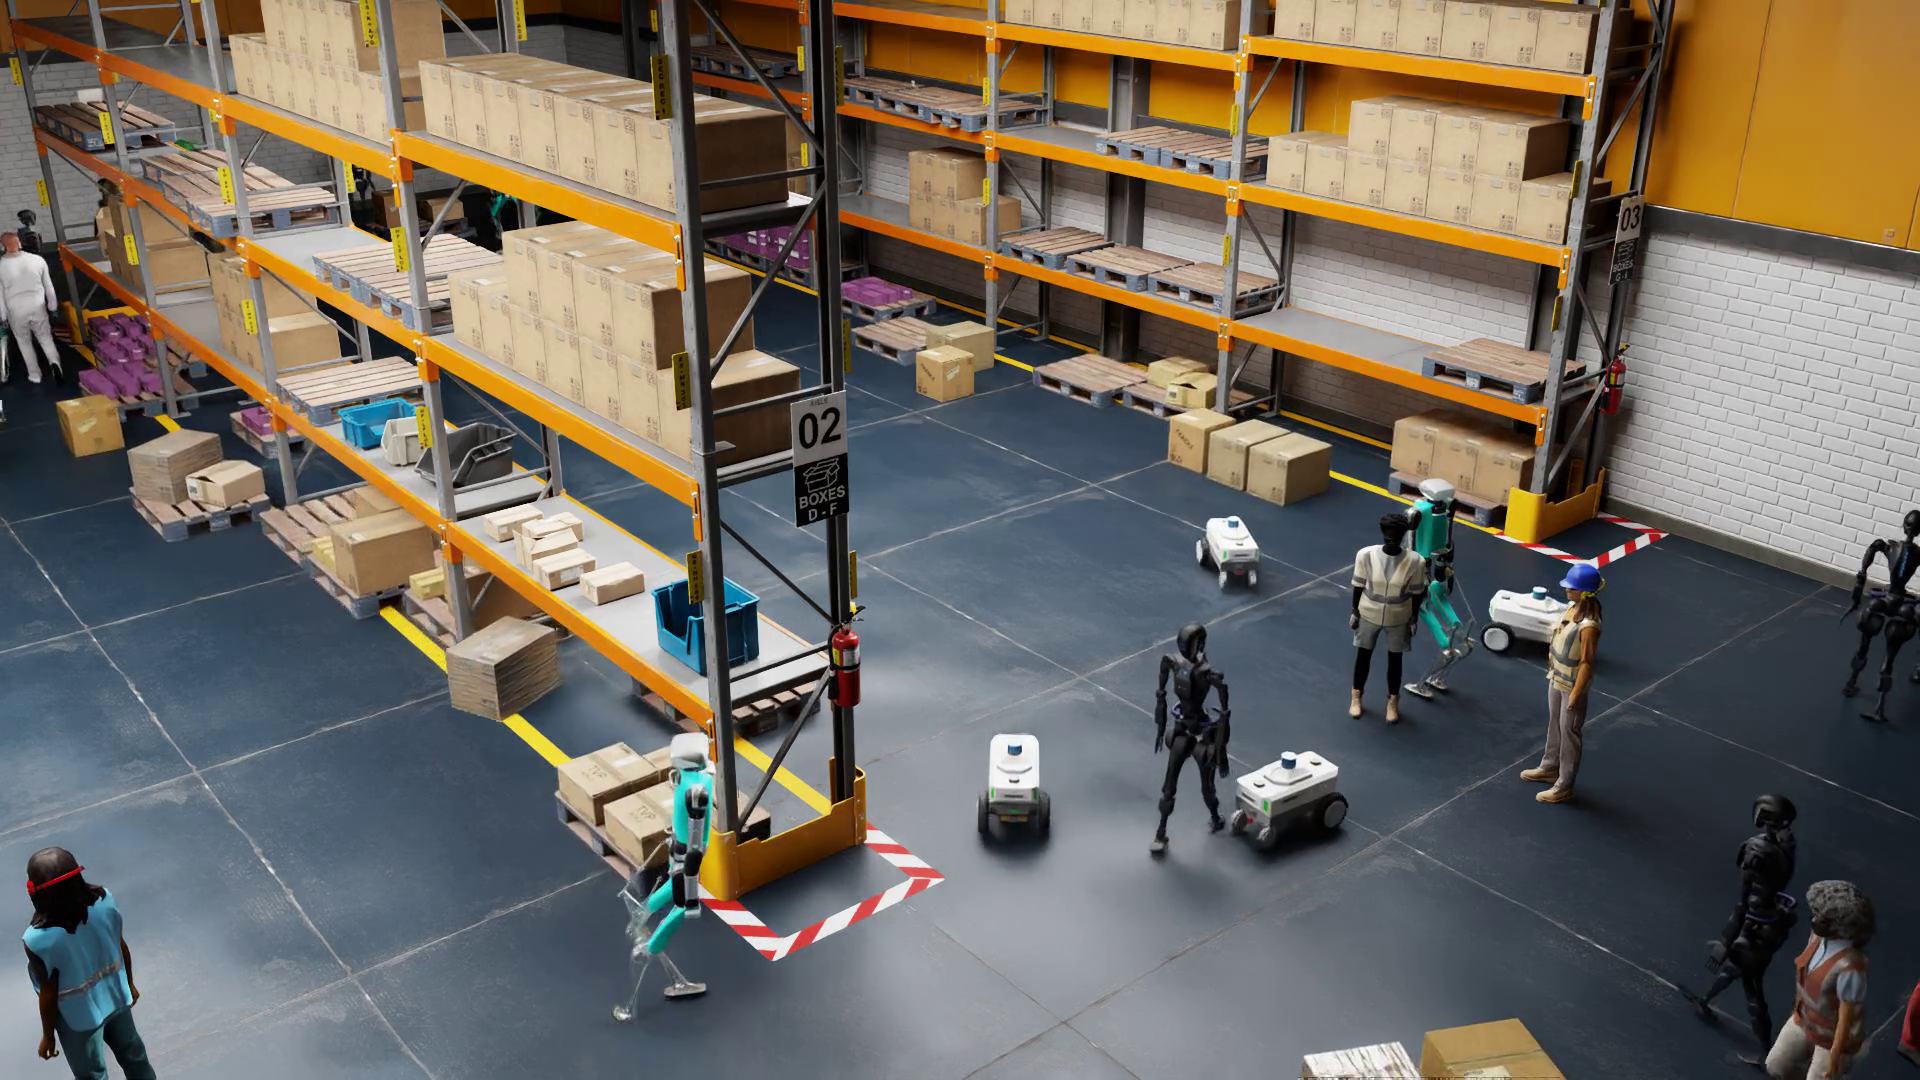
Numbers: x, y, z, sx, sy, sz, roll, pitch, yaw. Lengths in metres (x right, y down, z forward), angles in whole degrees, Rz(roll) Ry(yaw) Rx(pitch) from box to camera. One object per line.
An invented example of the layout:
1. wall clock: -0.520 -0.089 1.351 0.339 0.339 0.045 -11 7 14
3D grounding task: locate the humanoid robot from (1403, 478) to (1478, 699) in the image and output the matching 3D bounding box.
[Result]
1. humanoid robot: 3.720 0.411 12.754 0.530 1.730 0.689 -16 28 -32

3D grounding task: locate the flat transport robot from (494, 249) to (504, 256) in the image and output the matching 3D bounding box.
1. flat transport robot: -6.126 -3.016 22.628 1.431 0.231 0.659 4 24 10

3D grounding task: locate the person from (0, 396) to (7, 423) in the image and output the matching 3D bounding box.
1. person: -9.925 -1.262 16.723 0.736 1.723 0.602 17 29 34

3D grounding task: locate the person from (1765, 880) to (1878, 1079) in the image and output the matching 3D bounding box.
1. person: 4.266 2.421 8.256 0.397 1.668 0.480 2 23 4

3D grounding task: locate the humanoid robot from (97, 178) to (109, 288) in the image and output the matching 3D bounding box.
1. humanoid robot: -12.257 -4.470 24.291 0.793 1.623 0.616 2 23 5

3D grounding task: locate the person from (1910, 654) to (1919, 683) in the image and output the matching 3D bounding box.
1. person: 7.810 0.261 12.959 0.546 1.924 0.382 14 27 29

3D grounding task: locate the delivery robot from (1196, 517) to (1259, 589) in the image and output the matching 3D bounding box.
1. delivery robot: 2.464 0.078 15.122 0.499 0.611 0.804 -2 23 -4

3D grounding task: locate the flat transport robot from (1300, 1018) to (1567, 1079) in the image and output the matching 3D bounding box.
1. flat transport robot: 2.333 3.353 7.879 0.659 0.231 1.431 -5 24 -11

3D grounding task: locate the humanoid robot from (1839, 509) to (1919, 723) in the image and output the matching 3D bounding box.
1. humanoid robot: 7.040 0.556 12.630 0.598 1.615 0.678 12 26 25

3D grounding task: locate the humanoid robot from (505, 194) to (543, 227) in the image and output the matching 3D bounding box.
1. humanoid robot: -7.081 -5.664 26.960 0.727 1.824 0.548 10 25 21

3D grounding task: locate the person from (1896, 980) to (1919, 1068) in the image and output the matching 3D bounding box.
1. person: 5.444 2.063 8.978 0.324 1.766 0.532 20 30 39

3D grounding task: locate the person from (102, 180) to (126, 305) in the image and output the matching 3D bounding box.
1. person: -11.728 -4.282 23.604 0.952 1.832 0.562 -16 28 -32

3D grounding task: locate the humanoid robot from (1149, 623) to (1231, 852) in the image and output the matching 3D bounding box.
1. humanoid robot: 1.540 1.287 10.936 0.590 1.636 0.692 18 29 36

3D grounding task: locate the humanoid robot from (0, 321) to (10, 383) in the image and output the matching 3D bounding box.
1. humanoid robot: -11.687 -2.606 19.811 0.557 1.735 1.016 -6 24 -14

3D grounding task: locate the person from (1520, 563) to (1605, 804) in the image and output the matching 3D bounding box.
1. person: 4.190 0.976 11.479 0.305 1.778 0.461 -1 23 -1

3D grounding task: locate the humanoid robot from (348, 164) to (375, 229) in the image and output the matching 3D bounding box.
1. humanoid robot: -10.112 -6.015 27.811 0.615 1.640 0.399 -5 24 -11

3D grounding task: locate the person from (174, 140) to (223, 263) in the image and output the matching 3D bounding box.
1. person: -11.908 -5.185 25.608 0.929 1.894 0.540 -12 26 -26

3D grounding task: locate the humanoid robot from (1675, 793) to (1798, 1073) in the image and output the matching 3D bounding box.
1. humanoid robot: 4.285 2.094 9.057 0.600 1.632 0.769 -18 29 -36

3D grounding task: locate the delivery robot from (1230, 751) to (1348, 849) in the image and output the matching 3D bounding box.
1. delivery robot: 2.231 1.725 11.309 0.812 0.611 0.499 -15 27 -30

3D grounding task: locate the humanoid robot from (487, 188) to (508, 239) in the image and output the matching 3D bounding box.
1. humanoid robot: -7.554 -5.677 26.981 0.876 1.816 0.531 20 30 38

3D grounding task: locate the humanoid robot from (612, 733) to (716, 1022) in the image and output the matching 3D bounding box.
1. humanoid robot: -1.747 1.963 9.373 0.817 1.879 0.550 -5 24 -11

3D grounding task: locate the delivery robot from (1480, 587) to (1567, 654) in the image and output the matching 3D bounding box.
1. delivery robot: 4.712 0.679 13.734 0.790 0.614 0.499 14 27 30

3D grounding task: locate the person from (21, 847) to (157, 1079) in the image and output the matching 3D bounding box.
1. person: -4.299 2.332 8.230 0.390 1.866 0.530 11 26 24

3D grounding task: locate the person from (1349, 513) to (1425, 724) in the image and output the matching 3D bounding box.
1. person: 3.193 0.576 12.513 0.532 1.692 0.320 7 24 16

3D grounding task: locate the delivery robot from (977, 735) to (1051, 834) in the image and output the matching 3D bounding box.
1. delivery robot: 0.374 1.645 11.455 0.499 0.580 0.756 1 23 2

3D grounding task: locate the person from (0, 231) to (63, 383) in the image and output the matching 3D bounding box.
1. person: -11.218 -2.767 20.022 0.672 1.884 0.641 -20 30 -38

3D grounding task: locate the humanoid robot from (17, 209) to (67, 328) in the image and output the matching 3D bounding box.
1. humanoid robot: -12.430 -3.593 22.224 0.609 1.635 0.671 21 31 39

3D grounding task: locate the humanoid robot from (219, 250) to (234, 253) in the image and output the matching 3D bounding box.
1. humanoid robot: -10.209 -4.049 23.323 0.718 1.900 0.539 -1 23 -3
